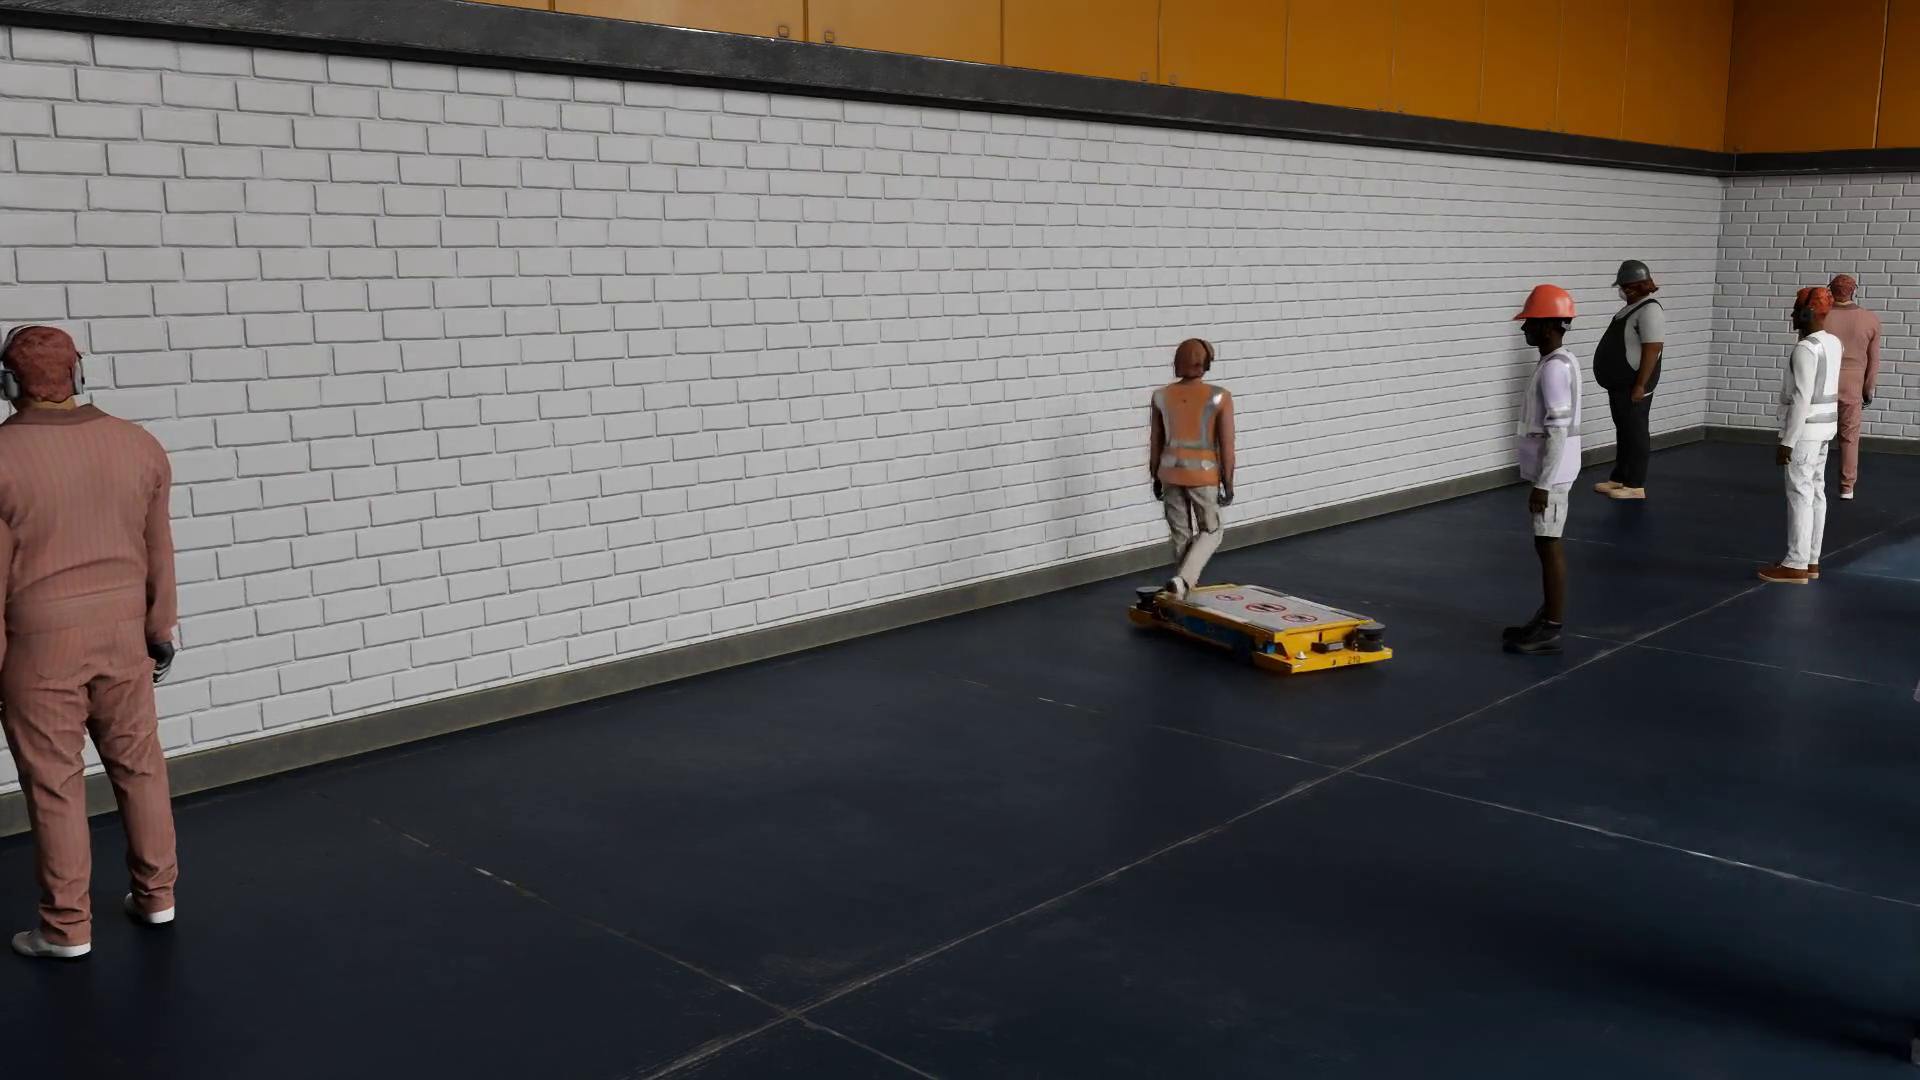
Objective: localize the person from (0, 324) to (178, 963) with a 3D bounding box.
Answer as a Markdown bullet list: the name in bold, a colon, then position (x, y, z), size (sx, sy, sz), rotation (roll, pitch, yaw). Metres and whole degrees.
- **person**: position (-2.690, 0.308, 5.016), size (0.403, 1.904, 0.651), rotation (6, 12, 32)

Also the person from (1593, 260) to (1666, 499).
- **person**: position (5.693, -1.378, 14.224), size (0.536, 2.000, 0.672), rotation (1, 10, 6)

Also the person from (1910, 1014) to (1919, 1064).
- **person**: position (2.712, 0.460, 4.176), size (0.475, 1.901, 0.608), rotation (6, 12, 32)

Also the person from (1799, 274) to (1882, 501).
- **person**: position (7.379, -1.280, 14.051), size (0.641, 1.908, 0.408), rotation (2, 10, 14)

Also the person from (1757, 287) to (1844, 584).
- **person**: position (5.372, -0.660, 10.593), size (0.356, 1.883, 0.572), rotation (10, 14, 44)

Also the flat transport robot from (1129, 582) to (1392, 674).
- **flat transport robot**: position (1.575, 0.441, 8.908), size (0.652, 0.197, 1.431), rotation (-5, 11, -28)

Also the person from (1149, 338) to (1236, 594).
- **person**: position (1.294, -0.332, 9.436), size (0.530, 1.621, 0.544), rotation (6, 12, 32)

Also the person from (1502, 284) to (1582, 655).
- **person**: position (3.053, -0.360, 8.720), size (0.378, 1.938, 0.547), rotation (4, 11, 21)
